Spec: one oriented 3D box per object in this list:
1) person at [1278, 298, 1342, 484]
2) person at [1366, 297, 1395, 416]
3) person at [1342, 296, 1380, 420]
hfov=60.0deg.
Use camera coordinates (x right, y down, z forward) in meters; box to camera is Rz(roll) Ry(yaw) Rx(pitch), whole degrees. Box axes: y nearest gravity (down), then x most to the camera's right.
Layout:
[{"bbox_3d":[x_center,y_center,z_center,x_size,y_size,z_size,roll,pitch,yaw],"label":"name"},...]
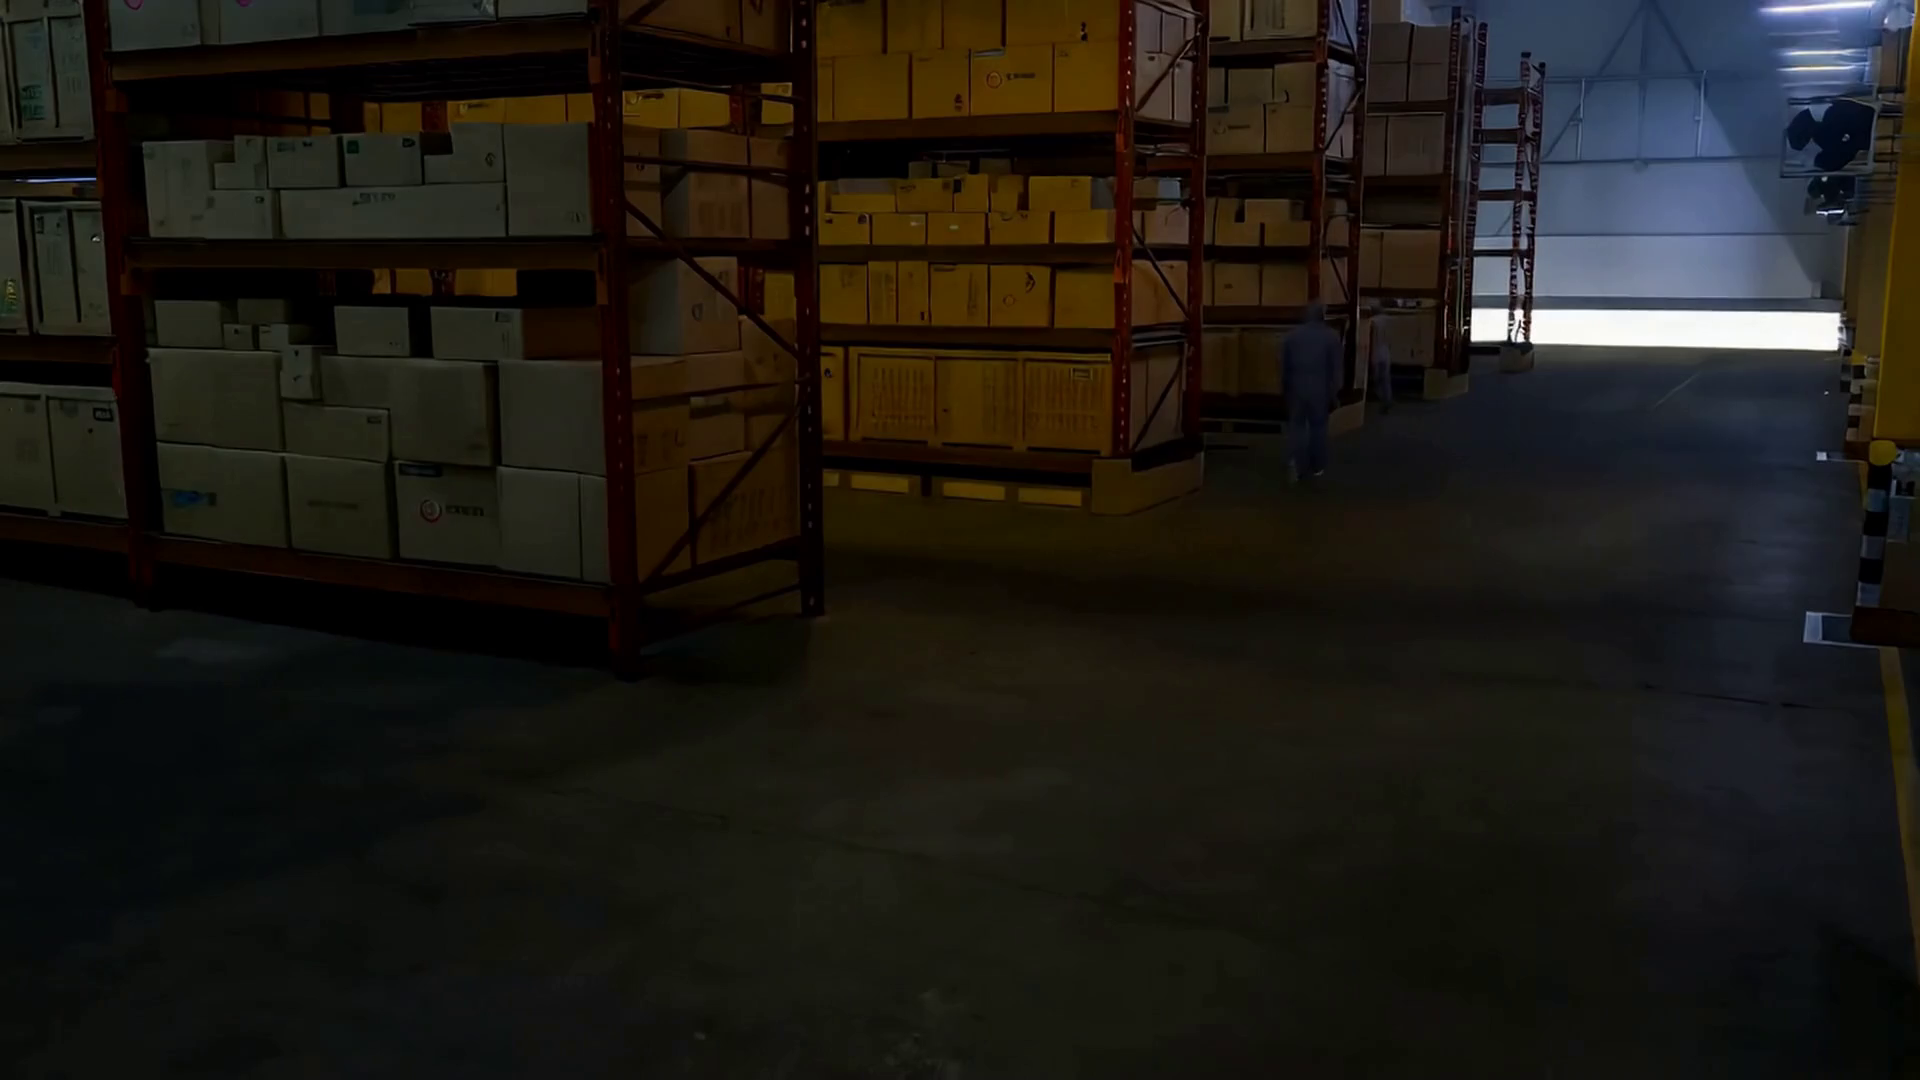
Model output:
[{"bbox_3d":[3.546,-1.514,16.928,0.650,1.878,0.880,4,11,24],"label":"person"},{"bbox_3d":[5.966,-2.630,23.878,0.574,1.686,0.768,-7,12,-35],"label":"person"},{"bbox_3d":[5.632,-2.555,23.336,0.567,1.739,0.409,-7,12,-36],"label":"person"}]
